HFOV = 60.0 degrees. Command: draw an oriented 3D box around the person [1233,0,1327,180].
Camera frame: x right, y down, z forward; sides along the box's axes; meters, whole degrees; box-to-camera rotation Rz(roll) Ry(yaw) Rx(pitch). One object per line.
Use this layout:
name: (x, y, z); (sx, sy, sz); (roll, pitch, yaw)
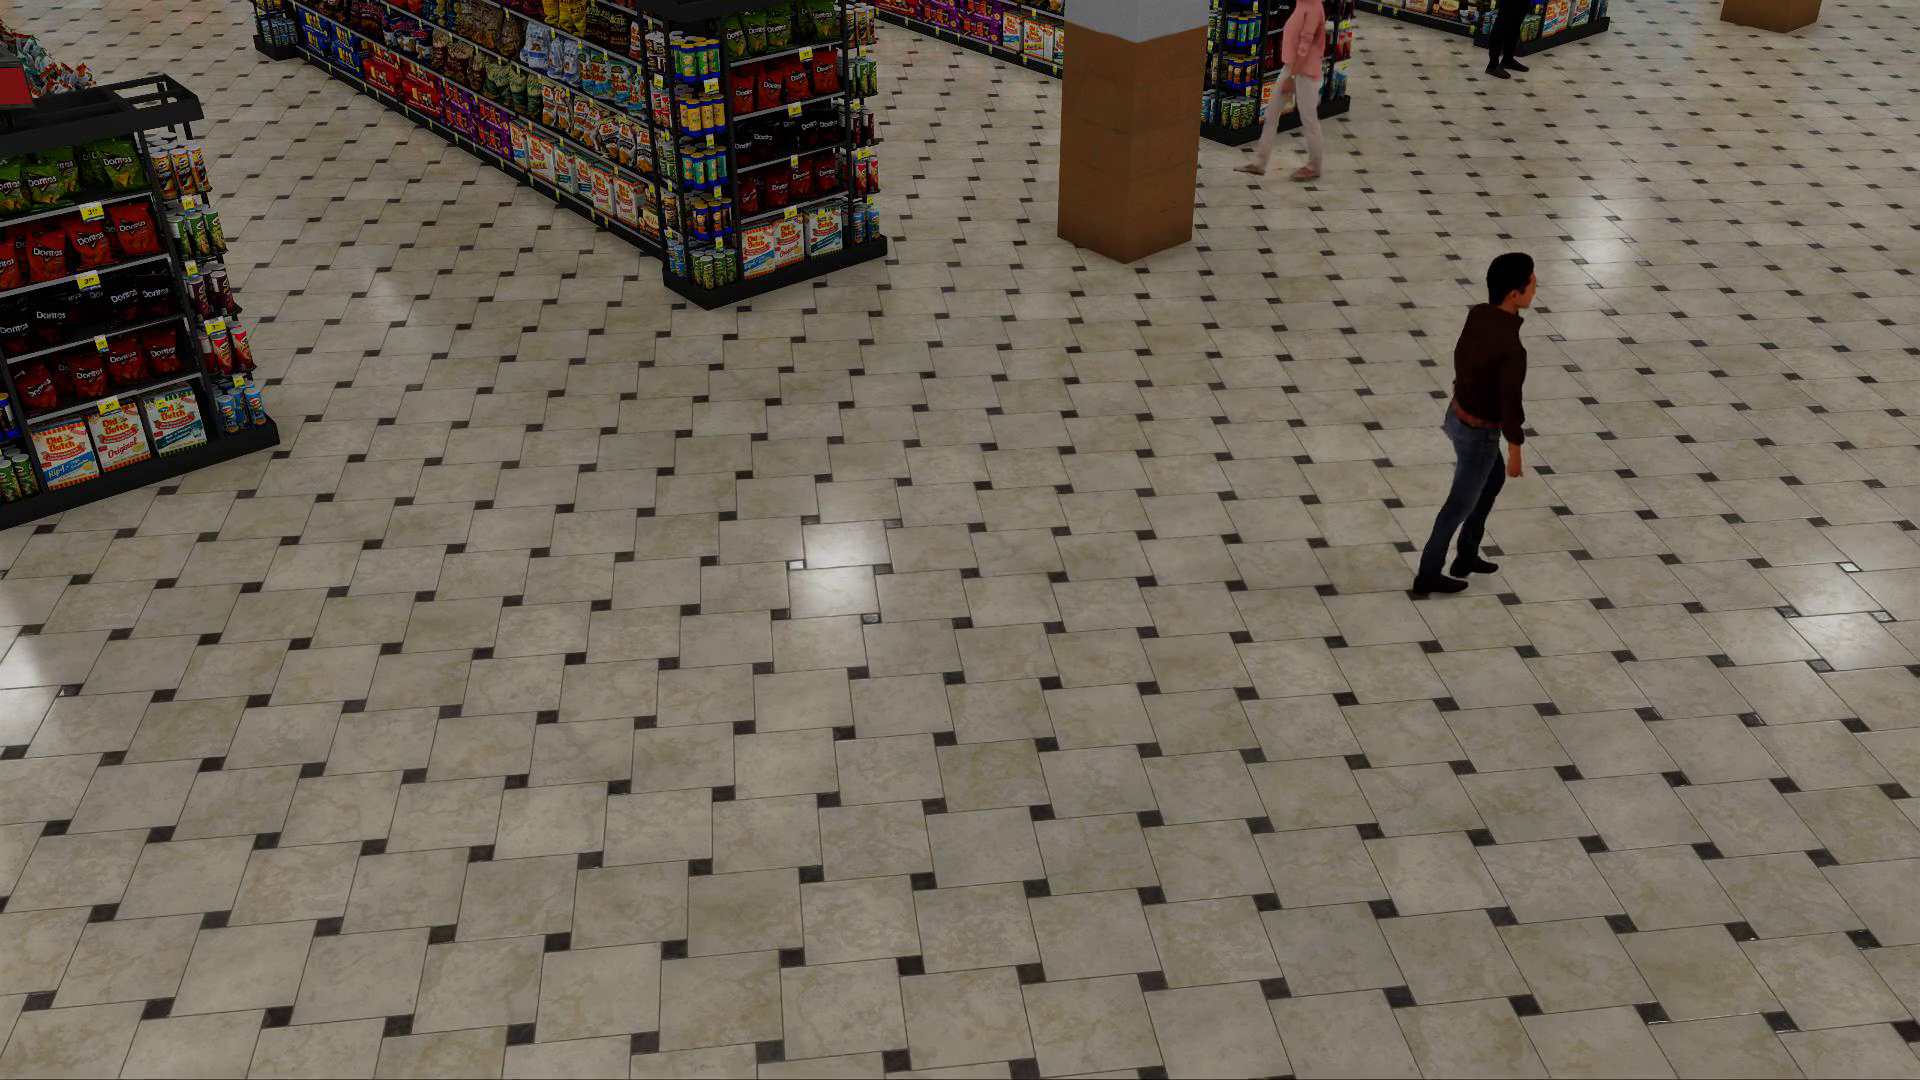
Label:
person: (2.709, -3.585, 12.773); (0.920, 1.697, 0.961); (-7, 33, -11)

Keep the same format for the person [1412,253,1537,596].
person: (2.325, -0.499, 7.751); (0.888, 1.764, 0.817); (-2, 32, -3)

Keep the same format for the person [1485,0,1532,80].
person: (5.149, -5.190, 15.299); (0.627, 1.755, 0.551); (-27, 41, -36)
